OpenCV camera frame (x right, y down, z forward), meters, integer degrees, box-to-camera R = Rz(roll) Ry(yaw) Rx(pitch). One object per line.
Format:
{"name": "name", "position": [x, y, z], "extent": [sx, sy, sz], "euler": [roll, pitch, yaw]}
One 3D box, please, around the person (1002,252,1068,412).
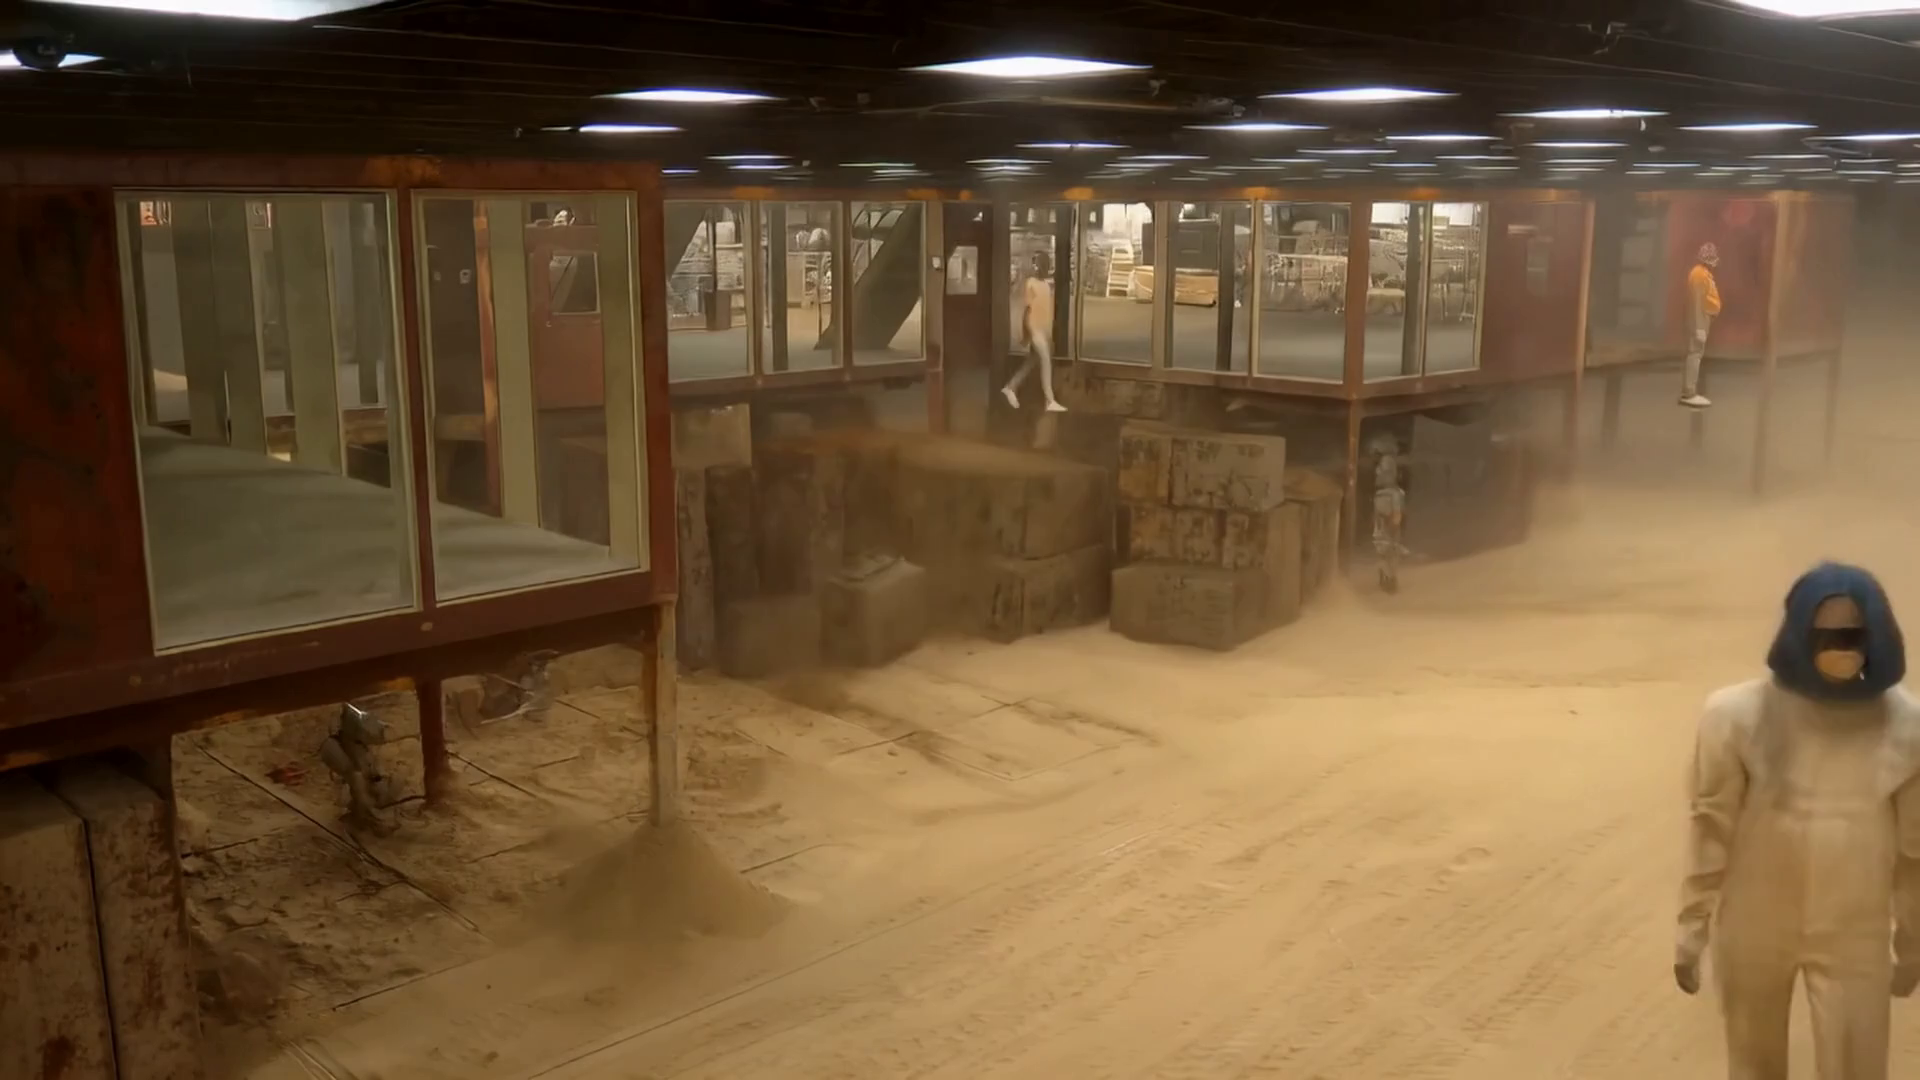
{"name": "person", "position": [0.861, -2.420, 19.271], "extent": [0.887, 1.842, 0.519], "euler": [7, 13, 30]}

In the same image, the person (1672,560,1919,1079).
{"name": "person", "position": [1.754, 0.841, 3.466], "extent": [0.509, 1.618, 0.353], "euler": [4, 12, 21]}

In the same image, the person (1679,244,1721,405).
{"name": "person", "position": [8.849, -2.575, 19.873], "extent": [0.410, 1.905, 0.640], "euler": [4, 12, 18]}
